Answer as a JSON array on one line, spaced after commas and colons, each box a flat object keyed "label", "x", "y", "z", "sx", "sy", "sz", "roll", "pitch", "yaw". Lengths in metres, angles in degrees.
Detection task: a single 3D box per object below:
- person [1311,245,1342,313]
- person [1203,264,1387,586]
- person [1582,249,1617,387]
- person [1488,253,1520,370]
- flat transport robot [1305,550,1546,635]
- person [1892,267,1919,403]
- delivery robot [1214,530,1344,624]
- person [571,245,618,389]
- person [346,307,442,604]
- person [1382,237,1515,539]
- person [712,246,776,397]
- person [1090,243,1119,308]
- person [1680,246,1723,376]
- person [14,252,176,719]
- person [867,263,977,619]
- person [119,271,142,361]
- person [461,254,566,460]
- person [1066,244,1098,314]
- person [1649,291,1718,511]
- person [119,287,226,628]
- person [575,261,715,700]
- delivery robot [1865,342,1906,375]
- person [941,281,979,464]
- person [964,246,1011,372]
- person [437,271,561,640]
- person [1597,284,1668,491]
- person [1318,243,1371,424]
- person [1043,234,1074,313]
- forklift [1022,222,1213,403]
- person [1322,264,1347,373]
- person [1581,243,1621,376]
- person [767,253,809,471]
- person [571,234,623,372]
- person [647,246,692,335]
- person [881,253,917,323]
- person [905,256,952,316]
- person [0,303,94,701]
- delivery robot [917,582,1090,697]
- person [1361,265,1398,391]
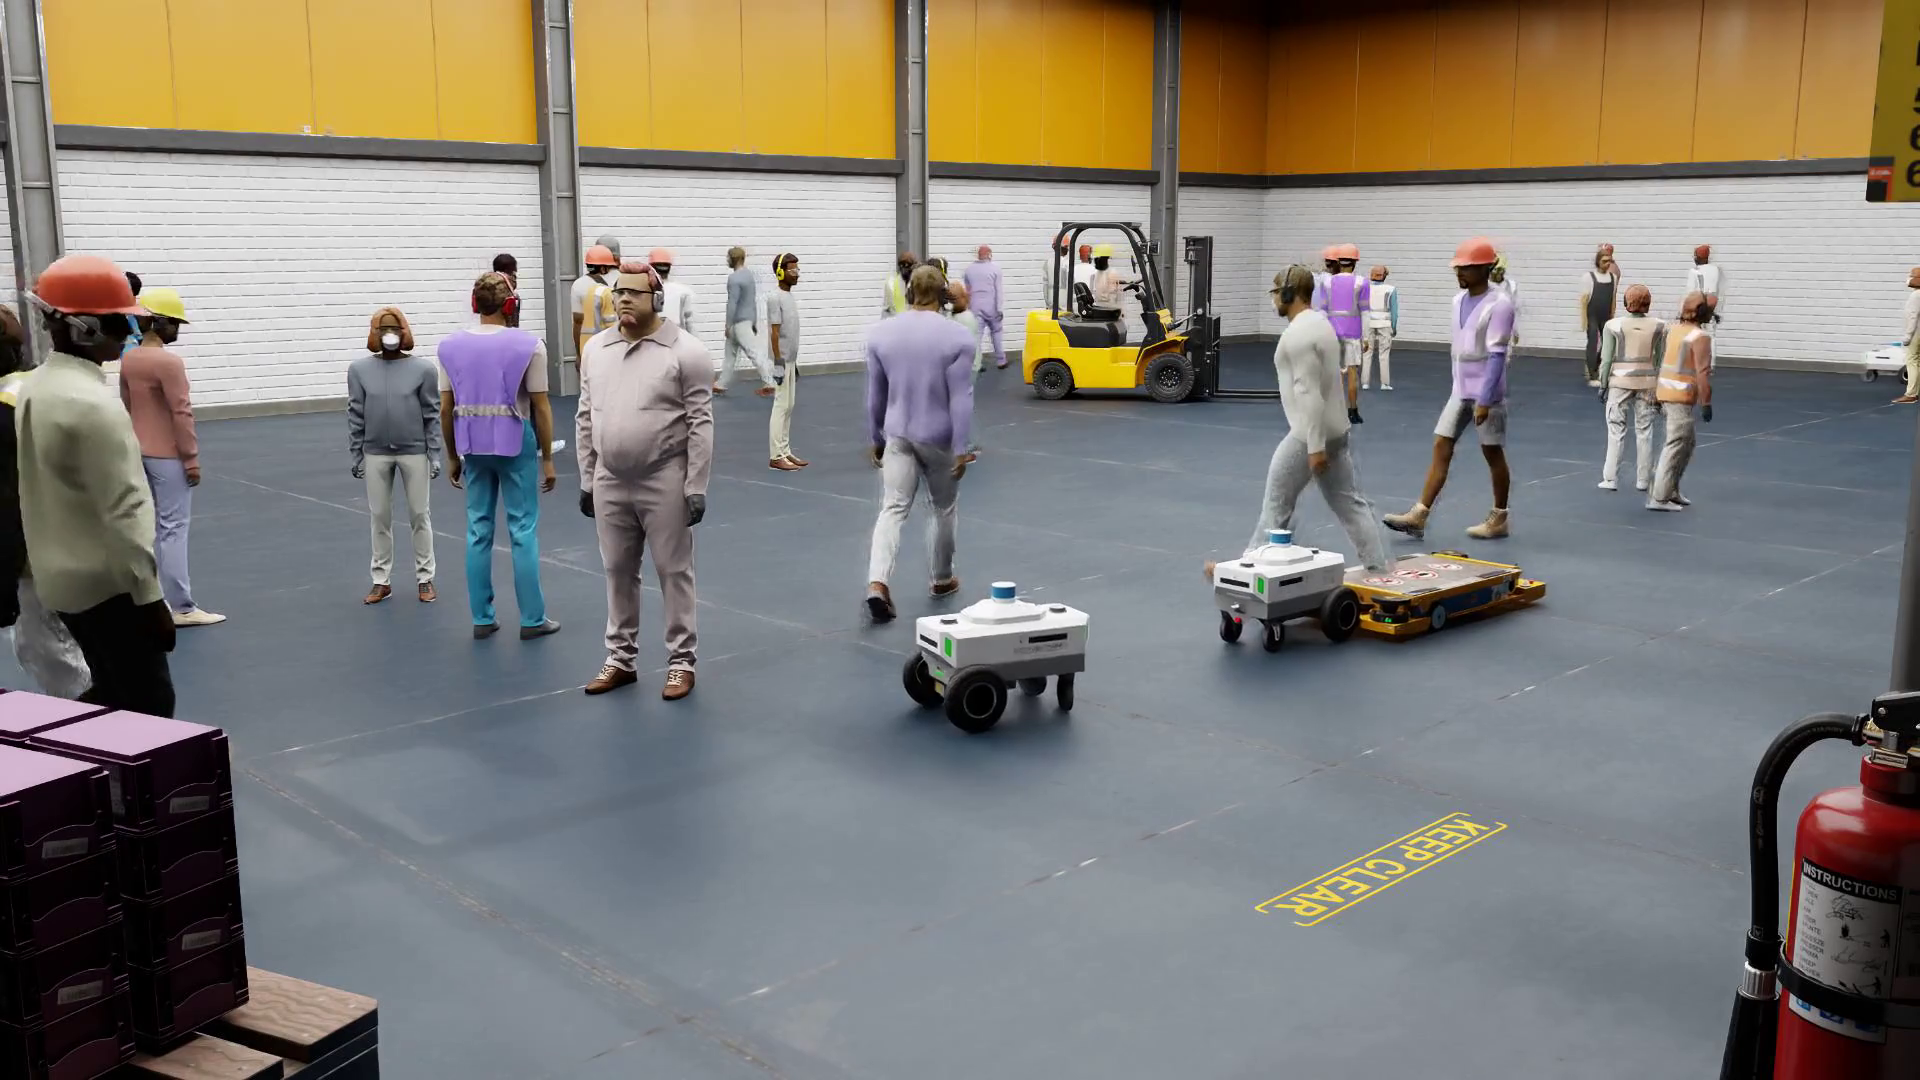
[{"label": "person", "x": 4.107, "y": -2.356, "z": 18.753, "sx": 0.554, "sy": 1.914, "sz": 0.561, "roll": -3, "pitch": 11, "yaw": -15}, {"label": "person", "x": 1.893, "y": -0.552, "z": 9.034, "sx": 1.094, "sy": 1.862, "sz": 0.635, "roll": 6, "pitch": 12, "yaw": 28}, {"label": "person", "x": 8.546, "y": -2.967, "z": 22.282, "sx": 0.539, "sy": 1.833, "sz": 0.495, "roll": -2, "pitch": 11, "yaw": -10}, {"label": "person", "x": 6.428, "y": -2.546, "z": 20.058, "sx": 0.595, "sy": 1.808, "sz": 0.610, "roll": -1, "pitch": 10, "yaw": -7}, {"label": "flat transport robot", "x": 2.478, "y": 0.264, "z": 8.933, "sx": 1.431, "sy": 0.197, "sz": 0.652, "roll": -9, "pitch": 14, "yaw": -40}, {"label": "person", "x": 11.559, "y": -2.481, "z": 20.174, "sx": 0.275, "sy": 1.636, "sz": 0.507, "roll": 9, "pitch": 13, "yaw": 39}, {"label": "delivery robot", "x": 1.589, "y": 0.194, "z": 8.283, "sx": 0.707, "sy": 0.478, "sz": 0.477, "roll": -9, "pitch": 14, "yaw": -40}, {"label": "person", "x": -3.167, "y": -1.625, "z": 14.688, "sx": 0.549, "sy": 1.936, "sz": 0.376, "roll": 9, "pitch": 13, "yaw": 39}, {"label": "person", "x": -3.108, "y": -0.462, "z": 9.166, "sx": 0.500, "sy": 1.636, "sz": 0.280, "roll": -1, "pitch": 10, "yaw": -7}, {"label": "person", "x": 3.275, "y": -0.969, "z": 10.927, "sx": 0.984, "sy": 1.999, "sz": 0.640, "roll": -4, "pitch": 11, "yaw": -19}, {"label": "person", "x": -2.741, "y": -2.726, "z": 20.836, "sx": 1.042, "sy": 1.891, "sz": 0.642, "roll": 2, "pitch": 11, "yaw": 9}, {"label": "person", "x": 1.917, "y": -3.011, "z": 22.313, "sx": 0.507, "sy": 1.909, "sz": 0.585, "roll": -4, "pitch": 11, "yaw": -23}, {"label": "person", "x": 10.728, "y": -3.290, "z": 23.974, "sx": 0.666, "sy": 1.869, "sz": 0.356, "roll": -3, "pitch": 11, "yaw": -17}, {"label": "person", "x": -2.647, "y": 0.127, "z": 5.045, "sx": 0.667, "sy": 1.971, "sz": 0.632, "roll": -10, "pitch": 14, "yaw": -44}, {"label": "person", "x": -0.228, "y": -0.536, "z": 8.919, "sx": 0.637, "sy": 1.897, "sz": 1.040, "roll": 3, "pitch": 11, "yaw": 17}, {"label": "person", "x": -7.601, "y": -1.626, "z": 15.348, "sx": 0.322, "sy": 1.697, "sz": 0.532, "roll": -8, "pitch": 13, "yaw": -36}, {"label": "person", "x": -4.109, "y": -1.636, "z": 14.993, "sx": 0.605, "sy": 1.855, "sz": 1.047, "roll": 9, "pitch": 13, "yaw": 39}, {"label": "person", "x": 1.858, "y": -3.417, "z": 24.633, "sx": 0.572, "sy": 1.875, "sz": 0.355, "roll": 5, "pitch": 11, "yaw": 23}, {"label": "person", "x": 5.312, "y": -1.011, "z": 12.208, "sx": 0.515, "sy": 1.612, "sz": 0.554, "roll": -1, "pitch": 10, "yaw": -3}, {"label": "person", "x": -4.119, "y": -0.424, "z": 8.634, "sx": 0.524, "sy": 1.759, "sz": 0.338, "roll": 7, "pitch": 13, "yaw": 34}, {"label": "person", "x": -1.397, "y": -0.255, "z": 7.288, "sx": 0.641, "sy": 1.913, "sz": 0.407, "roll": 3, "pitch": 11, "yaw": 16}, {"label": "delivery robot", "x": 12.824, "y": -2.473, "z": 22.808, "sx": 0.707, "sy": 0.478, "sz": 0.477, "roll": 9, "pitch": 12, "yaw": 39}, {"label": "person", "x": -0.008, "y": -1.486, "z": 14.798, "sx": 0.384, "sy": 1.617, "sz": 0.554, "roll": -6, "pitch": 12, "yaw": -28}, {"label": "person", "x": 0.421, "y": -3.438, "z": 24.789, "sx": 0.656, "sy": 1.854, "sz": 0.978, "roll": 5, "pitch": 12, "yaw": 25}, {"label": "person", "x": -2.309, "y": -0.410, "z": 8.309, "sx": 0.565, "sy": 1.845, "sz": 0.384, "roll": 2, "pitch": 11, "yaw": 8}, {"label": "person", "x": 5.318, "y": -1.198, "z": 13.171, "sx": 0.521, "sy": 1.640, "sz": 0.307, "roll": 1, "pitch": 10, "yaw": 5}, {"label": "person", "x": 4.137, "y": -2.213, "z": 17.900, "sx": 0.551, "sy": 1.932, "sz": 0.378, "roll": 5, "pitch": 11, "yaw": 24}, {"label": "person", "x": 1.517, "y": -3.561, "z": 24.947, "sx": 0.608, "sy": 2.048, "sz": 0.369, "roll": 9, "pitch": 14, "yaw": 41}, {"label": "forklift", "x": 1.935, "y": -2.847, "z": 20.651, "sx": 2.313, "sy": 2.155, "sz": 1.214, "roll": 2, "pitch": 11, "yaw": 13}, {"label": "person", "x": 5.472, "y": -3.296, "z": 24.405, "sx": 0.783, "sy": 1.705, "sz": 0.593, "roll": 2, "pitch": 11, "yaw": 13}, {"label": "person", "x": 9.228, "y": -3.309, "z": 23.957, "sx": 0.407, "sy": 1.908, "sz": 0.641, "roll": 8, "pitch": 13, "yaw": 36}, {"label": "person", "x": -1.500, "y": -1.540, "z": 14.414, "sx": 0.313, "sy": 1.867, "sz": 0.538, "roll": 2, "pitch": 11, "yaw": 10}, {"label": "person", "x": -3.121, "y": -1.703, "z": 14.828, "sx": 0.688, "sy": 2.000, "sz": 0.536, "roll": -4, "pitch": 11, "yaw": -22}, {"label": "person", "x": -2.776, "y": -1.790, "z": 15.638, "sx": 0.549, "sy": 1.912, "sz": 0.427, "roll": -4, "pitch": 11, "yaw": -22}, {"label": "person", "x": -0.606, "y": -2.365, "z": 19.165, "sx": 0.637, "sy": 1.825, "sz": 0.722, "roll": 3, "pitch": 11, "yaw": 17}, {"label": "person", "x": -0.305, "y": -1.659, "z": 15.167, "sx": 0.546, "sy": 1.842, "sz": 0.778, "roll": 3, "pitch": 11, "yaw": 17}, {"label": "person", "x": -3.187, "y": 0.075, "z": 5.783, "sx": 0.482, "sy": 1.804, "sz": 0.649, "roll": -4, "pitch": 11, "yaw": -22}, {"label": "delivery robot", "x": 0.188, "y": 0.421, "z": 7.045, "sx": 0.707, "sy": 0.478, "sz": 0.477, "roll": -5, "pitch": 12, "yaw": -25}, {"label": "person", "x": 5.449, "y": -2.763, "z": 21.710, "sx": 0.514, "sy": 1.639, "sz": 0.310, "roll": 6, "pitch": 12, "yaw": 28}]
